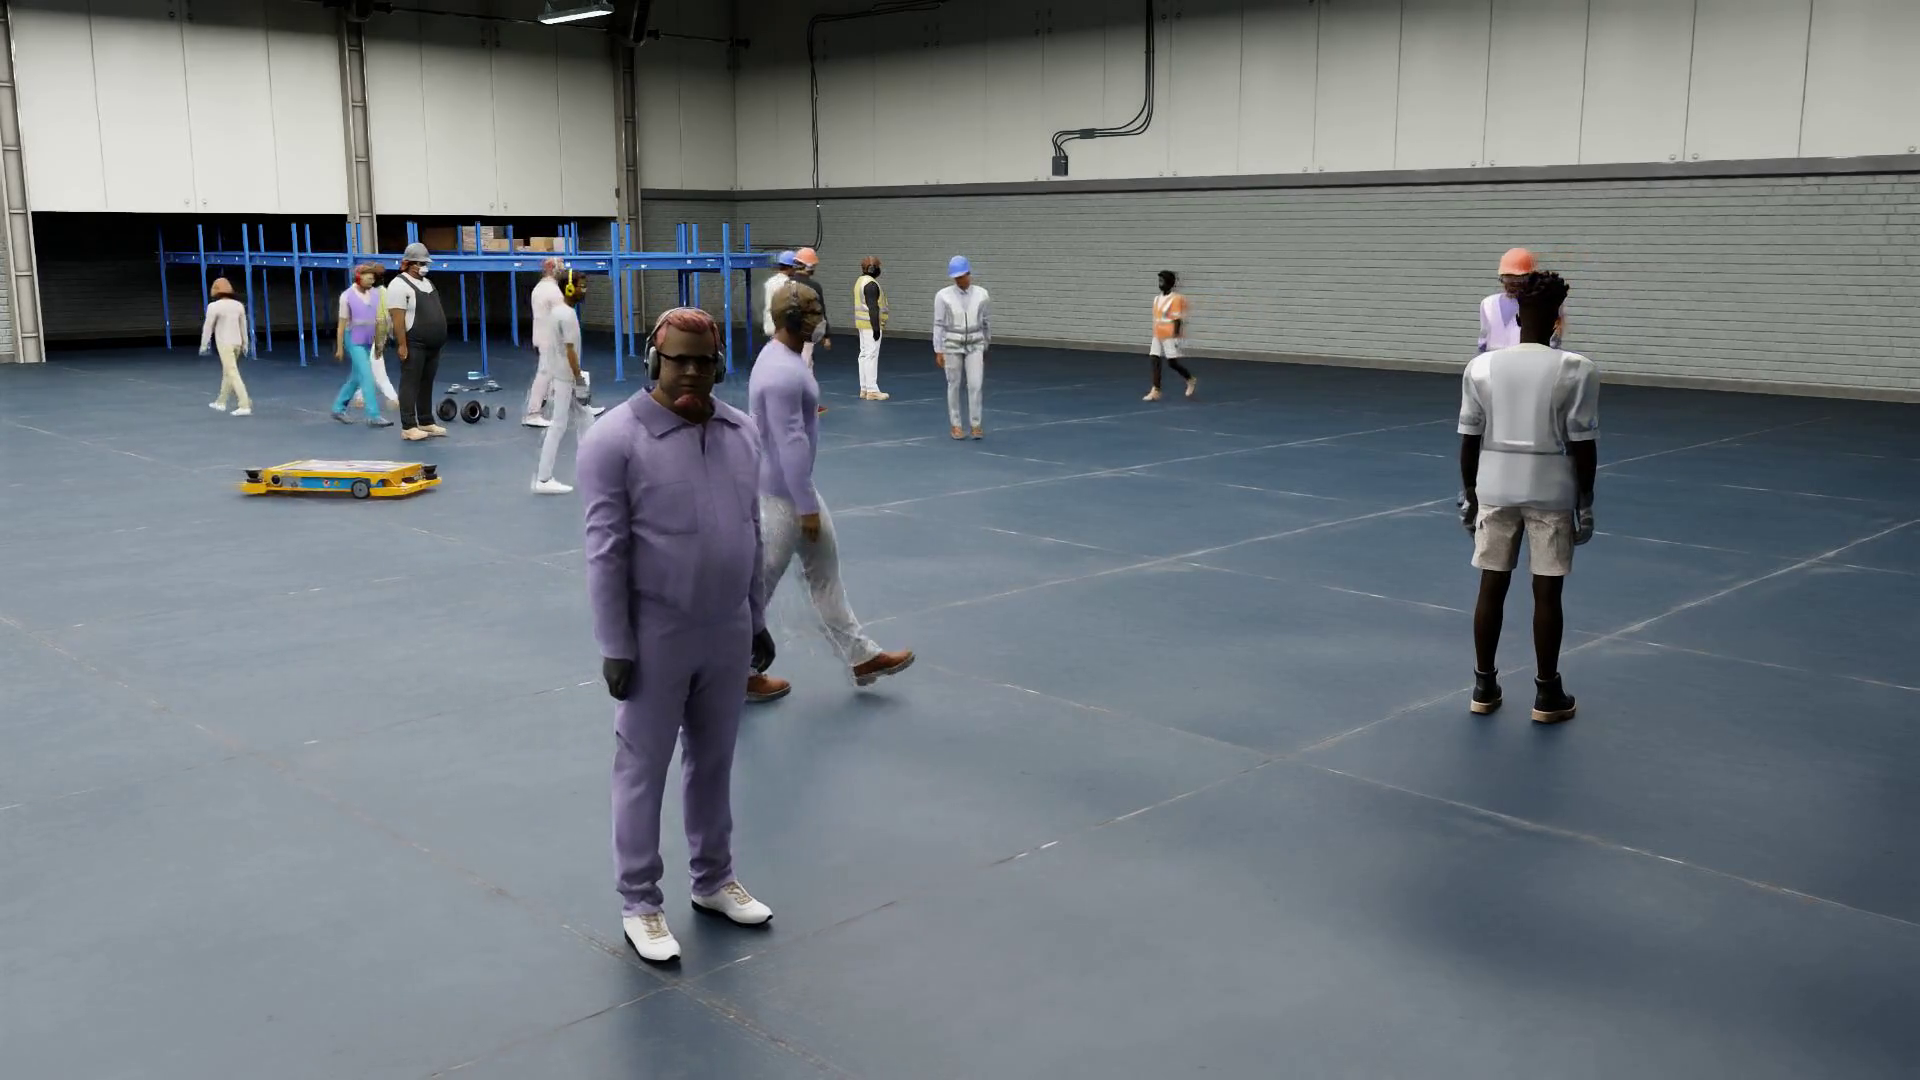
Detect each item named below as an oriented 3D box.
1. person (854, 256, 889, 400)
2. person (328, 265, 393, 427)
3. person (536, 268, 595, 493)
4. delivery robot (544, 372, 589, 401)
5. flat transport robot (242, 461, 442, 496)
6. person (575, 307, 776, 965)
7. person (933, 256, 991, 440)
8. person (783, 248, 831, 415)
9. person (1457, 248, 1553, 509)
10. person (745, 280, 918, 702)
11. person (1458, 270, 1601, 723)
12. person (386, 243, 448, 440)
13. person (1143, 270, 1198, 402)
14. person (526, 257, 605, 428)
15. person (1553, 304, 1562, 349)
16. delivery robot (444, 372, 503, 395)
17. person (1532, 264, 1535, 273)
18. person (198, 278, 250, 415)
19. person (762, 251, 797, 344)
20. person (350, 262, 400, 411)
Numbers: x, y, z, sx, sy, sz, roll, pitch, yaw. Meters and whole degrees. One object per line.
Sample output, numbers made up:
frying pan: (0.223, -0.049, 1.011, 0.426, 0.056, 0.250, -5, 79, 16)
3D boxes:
person: (-1.145, -2.754, 21.589, 0.429, 1.845, 0.625, -3, 11, -18)
person: (-6.748, -2.173, 18.585, 0.886, 1.801, 0.653, 3, 11, 14)
person: (-3.133, -1.310, 13.736, 0.883, 1.832, 0.559, -3, 11, -16)
delivery robot: (-4.946, -1.978, 20.728, 0.477, 0.478, 0.707, 5, 12, 25)
flat transport robot: (-5.130, -0.522, 13.822, 1.431, 0.197, 0.652, 2, 10, 8)
person: (-0.801, 0.268, 4.948, 0.401, 1.904, 0.641, 10, 14, 42)
person: (0.028, -1.960, 17.096, 0.633, 1.893, 0.836, -2, 11, -9)
person: (-1.715, -2.364, 19.134, 0.881, 1.956, 0.655, -10, 14, -44)
person: (4.207, -1.216, 12.755, 0.631, 2.018, 0.777, 10, 14, 42)
person: (-0.648, -0.207, 7.523, 0.968, 1.899, 0.659, 0, 10, -2)
person: (2.491, -0.193, 7.300, 0.603, 1.959, 0.375, 7, 13, 35)
person: (-5.639, -2.071, 17.437, 0.536, 2.000, 0.688, 3, 11, 14)
person: (2.700, -2.613, 21.282, 0.695, 1.676, 0.539, -6, 12, -28)
person: (-4.409, -2.190, 18.459, 0.989, 1.852, 0.666, -6, 12, -30)
person: (7.509, -2.615, 21.517, 0.519, 1.592, 0.853, -2, 11, -9)
delivery robot: (-5.600, -1.816, 19.135, 0.335, 0.223, 0.698, 7, 12, 32)
person: (7.220, -2.674, 21.385, 0.338, 1.757, 0.518, 10, 14, 44)
person: (-8.719, -2.275, 19.623, 0.804, 1.594, 0.521, 4, 11, 21)
person: (-2.148, -2.569, 20.372, 0.606, 1.915, 0.616, -6, 12, -30)
person: (-7.077, -2.474, 20.233, 0.995, 1.773, 0.662, 3, 11, 17)
